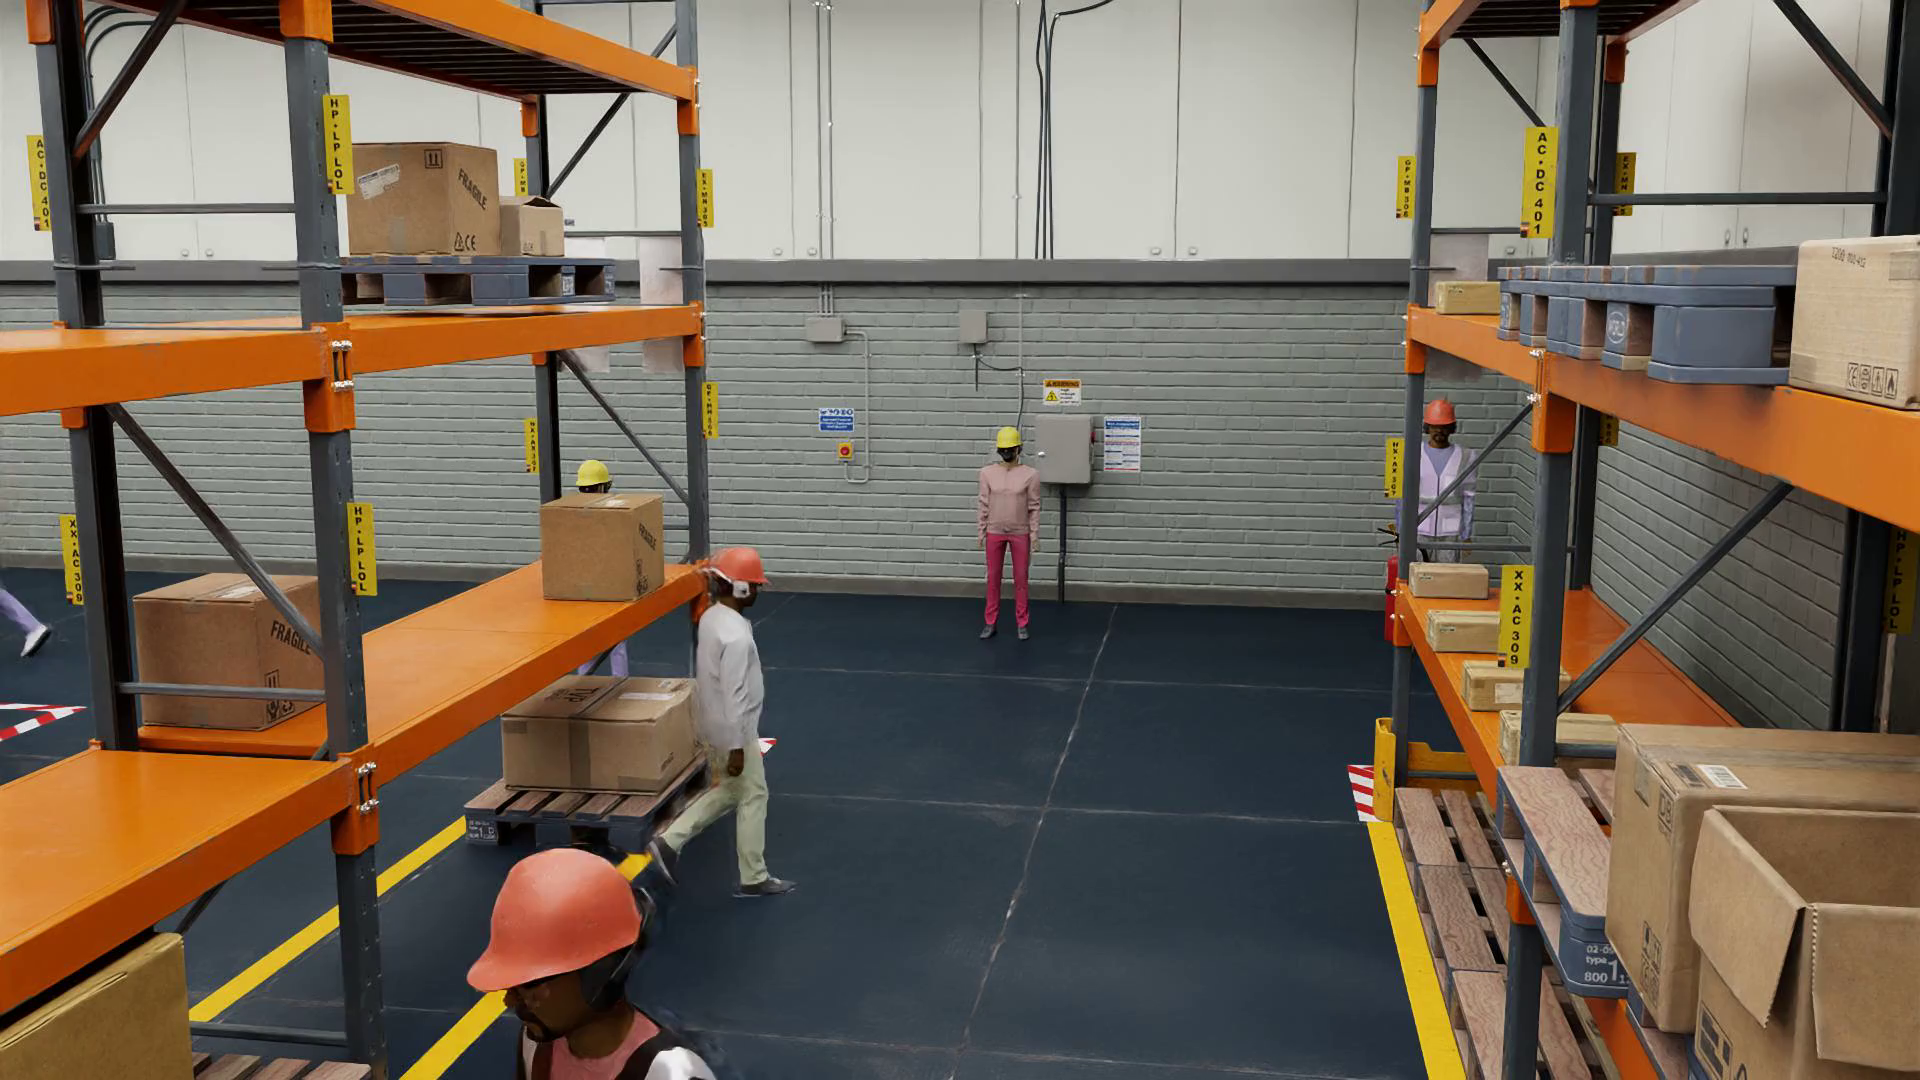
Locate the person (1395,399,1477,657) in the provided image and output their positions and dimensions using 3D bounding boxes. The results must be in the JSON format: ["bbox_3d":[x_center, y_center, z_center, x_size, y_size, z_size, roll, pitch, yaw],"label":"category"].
[{"bbox_3d":[3.714,-0.084,13.009,0.606,2.044,0.374,2,9,9],"label":"person"}]

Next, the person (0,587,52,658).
[{"bbox_3d":[-7.604,0.016,12.835,0.910,1.896,0.592,-1,9,-8],"label":"person"}]

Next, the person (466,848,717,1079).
[{"bbox_3d":[-0.714,1.545,3.111,1.056,1.985,0.613,-7,11,-35],"label":"person"}]

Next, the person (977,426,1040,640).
[{"bbox_3d":[0.396,-0.052,13.663,0.522,1.768,0.311,2,9,9],"label":"person"}]

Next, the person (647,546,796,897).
[{"bbox_3d":[-1.155,0.886,7.988,0.609,1.723,0.576,-4,10,-21],"label":"person"}]

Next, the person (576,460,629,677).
[{"bbox_3d":[-2.461,0.333,11.291,0.522,1.768,0.311,2,9,9],"label":"person"}]
